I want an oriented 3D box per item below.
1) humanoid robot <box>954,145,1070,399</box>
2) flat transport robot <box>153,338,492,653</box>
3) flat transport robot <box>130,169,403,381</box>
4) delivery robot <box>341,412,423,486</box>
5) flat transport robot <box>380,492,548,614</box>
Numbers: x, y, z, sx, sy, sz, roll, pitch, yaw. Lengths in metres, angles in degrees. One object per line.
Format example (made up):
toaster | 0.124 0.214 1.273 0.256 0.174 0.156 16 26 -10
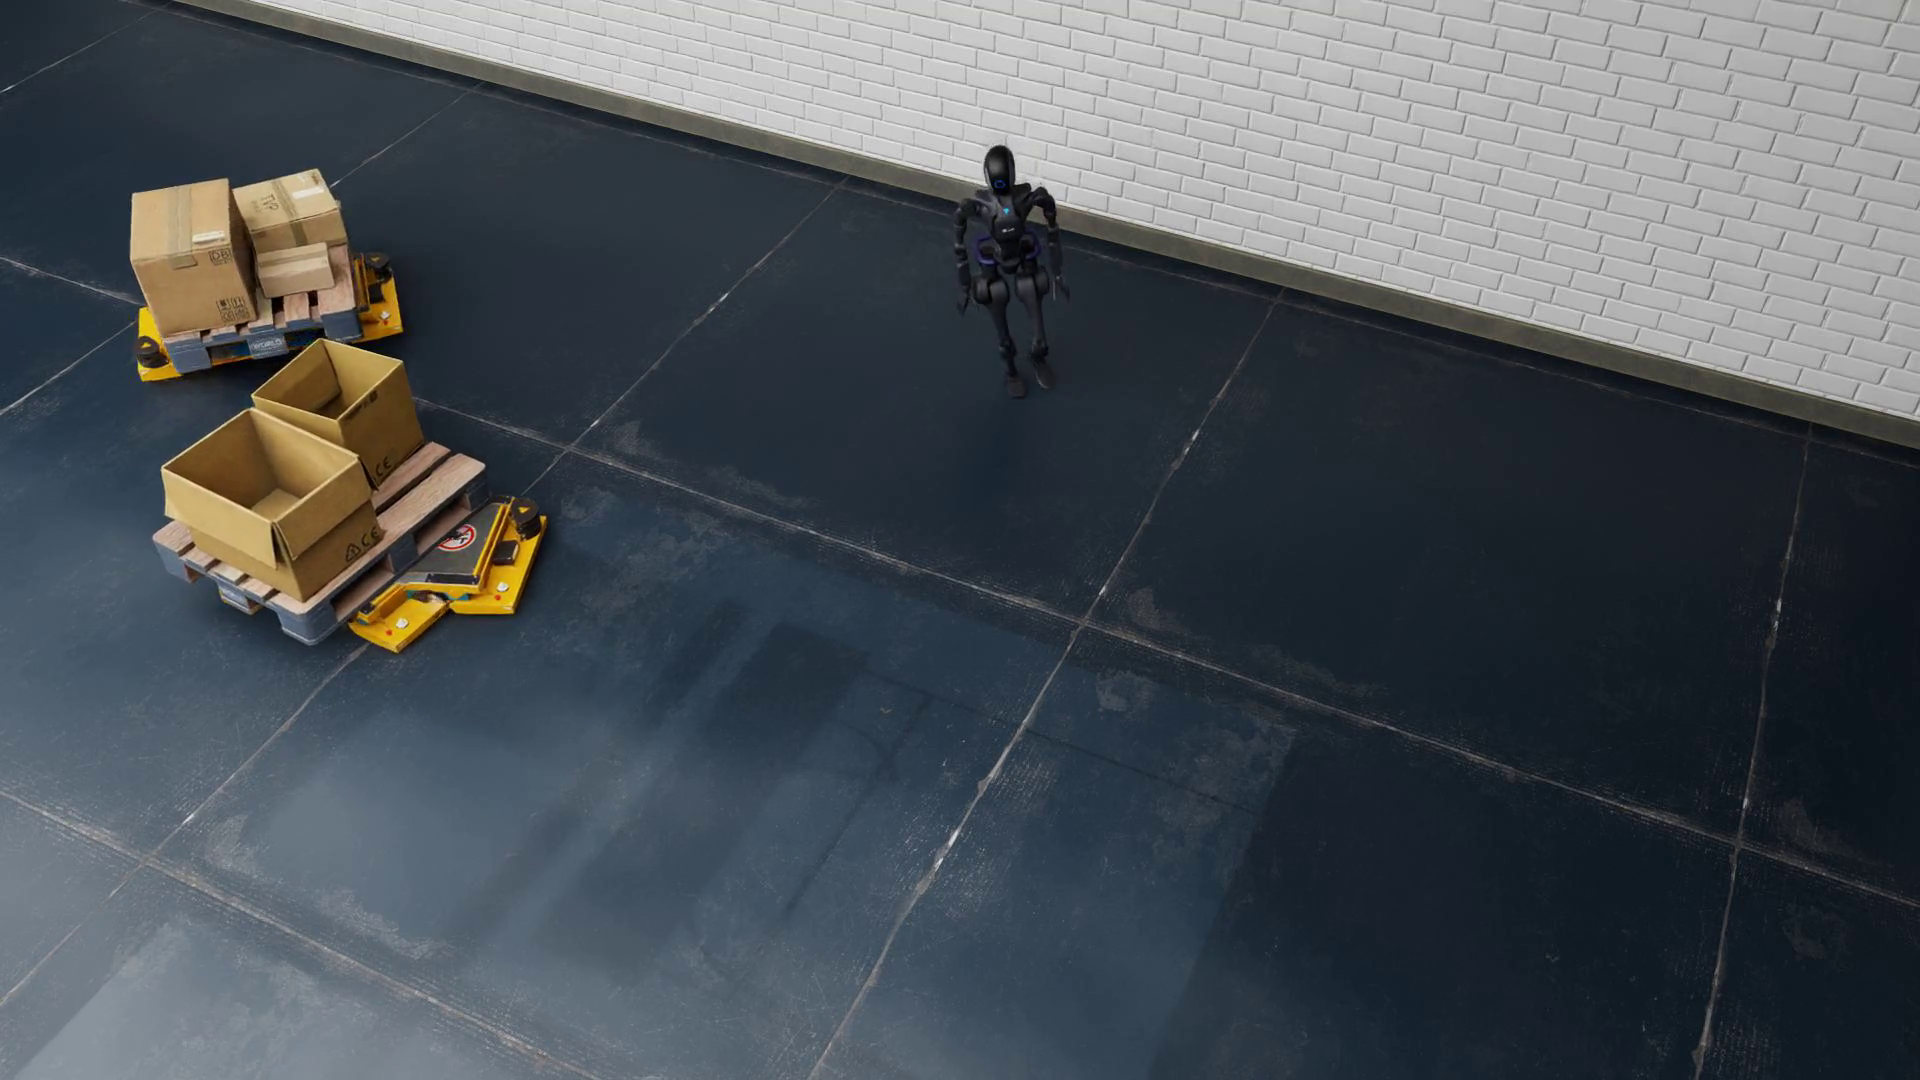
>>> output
humanoid robot | 0.275 -1.391 8.730 0.631 1.624 0.465 -4 43 -5
flat transport robot | -3.078 0.049 8.203 1.431 0.231 0.659 22 47 22
flat transport robot | -4.014 -1.309 9.668 1.431 0.231 0.659 -13 44 -14
delivery robot | -3.111 -0.519 8.619 0.499 0.614 0.815 -23 48 -23
flat transport robot | -2.827 0.052 8.199 1.431 0.231 0.659 3 43 3
